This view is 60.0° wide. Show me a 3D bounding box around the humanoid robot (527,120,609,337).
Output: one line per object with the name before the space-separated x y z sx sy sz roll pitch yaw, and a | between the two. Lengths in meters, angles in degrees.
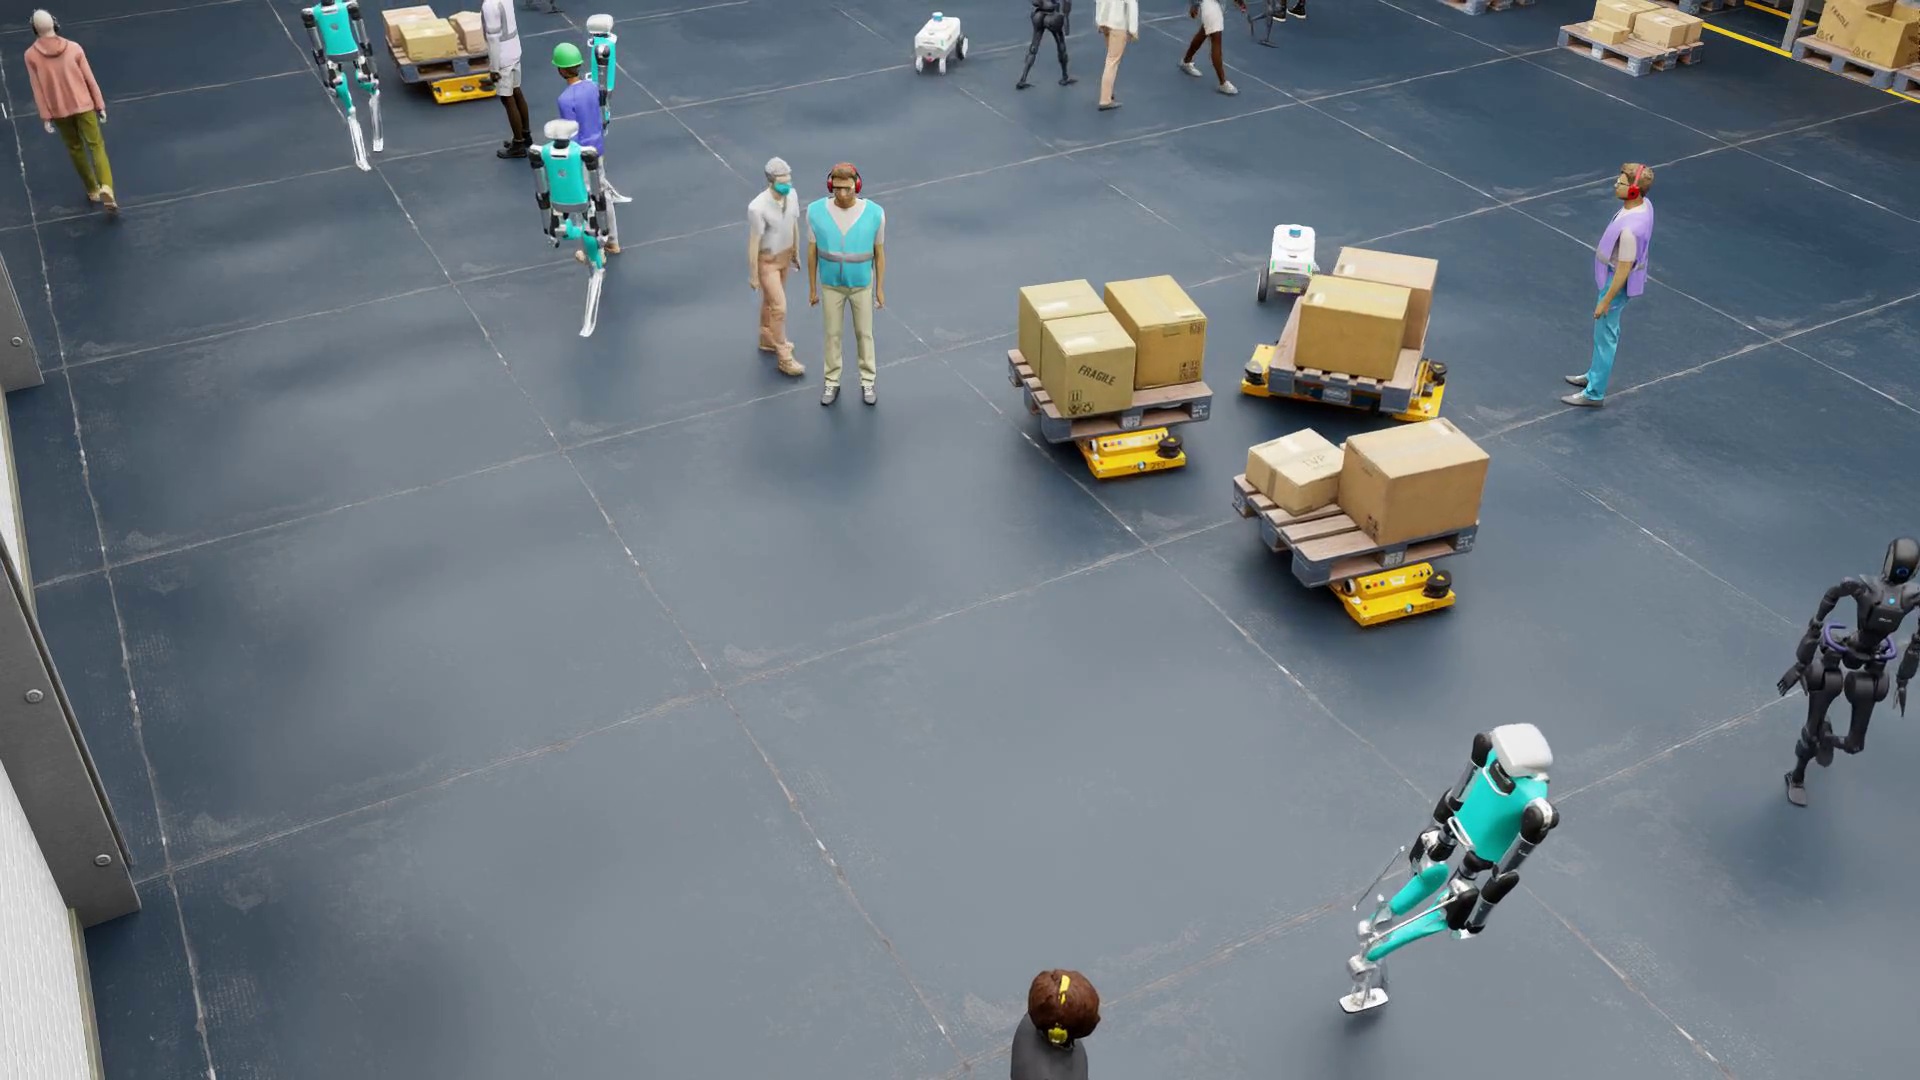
humanoid robot | -2.970 -2.588 13.166 0.530 1.770 0.994 2 35 3

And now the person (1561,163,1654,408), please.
person | 4.700 -1.812 11.928 0.389 1.847 0.562 15 38 20

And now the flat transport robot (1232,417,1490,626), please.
flat transport robot | 2.503 0.018 10.691 0.659 0.231 1.431 -12 37 -16

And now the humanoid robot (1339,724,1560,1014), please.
humanoid robot | 1.992 1.569 7.249 0.887 1.821 0.586 -8 36 -12

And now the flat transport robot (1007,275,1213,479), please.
flat transport robot | 1.062 -0.925 12.036 0.659 0.231 1.431 -9 36 -13

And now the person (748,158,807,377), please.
person | -1.371 -2.066 12.428 0.631 1.698 0.469 22 40 28

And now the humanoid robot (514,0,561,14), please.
humanoid robot | -5.091 -6.990 19.488 0.623 1.633 0.609 -5 35 -7

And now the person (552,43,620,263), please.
person | -3.162 -3.234 13.940 0.361 1.869 0.468 16 38 22

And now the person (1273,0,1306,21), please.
person | 3.892 -7.016 19.263 0.602 1.958 0.375 -16 38 -21

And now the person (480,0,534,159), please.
person | -4.380 -4.608 15.848 0.384 1.930 0.542 3 35 4

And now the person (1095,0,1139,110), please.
person | 1.602 -5.226 16.971 0.483 1.648 0.494 -26 42 -32

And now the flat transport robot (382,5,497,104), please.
flat transport robot | -5.436 -5.048 17.924 0.659 0.231 1.431 -15 38 -20

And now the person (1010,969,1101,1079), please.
person | 0.323 2.242 6.117 0.356 1.874 0.491 2 35 3

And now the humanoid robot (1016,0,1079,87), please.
humanoid robot | 0.940 -5.580 17.494 0.667 1.640 0.588 -22 41 -28

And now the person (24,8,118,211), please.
person | -7.908 -3.814 14.822 0.535 1.809 0.806 -16 38 -21

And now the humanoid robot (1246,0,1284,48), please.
humanoid robot | 3.462 -6.393 18.620 0.546 1.636 0.591 24 41 30

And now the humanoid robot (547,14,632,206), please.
humanoid robot | -3.490 -3.798 14.876 0.980 1.759 0.547 -4 35 -6

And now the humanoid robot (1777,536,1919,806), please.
humanoid robot | 4.593 0.623 8.601 0.612 1.636 0.492 8 36 11

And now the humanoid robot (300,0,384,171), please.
humanoid robot | -5.830 -4.471 15.847 0.580 1.784 0.890 -10 36 -14

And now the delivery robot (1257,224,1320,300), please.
delivery robot | 2.743 -2.293 13.753 0.507 0.608 0.779 7 36 9

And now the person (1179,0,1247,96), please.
person | 2.683 -5.710 17.454 0.568 1.885 1.005 -24 41 -30

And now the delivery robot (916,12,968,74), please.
delivery robot | -0.235 -5.506 18.334 0.499 0.602 0.795 9 36 13

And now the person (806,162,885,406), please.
person | -0.809 -1.843 11.971 0.565 1.848 0.390 0 35 0

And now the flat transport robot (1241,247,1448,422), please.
flat transport robot | 2.880 -1.209 12.442 1.431 0.231 0.659 11 37 16
